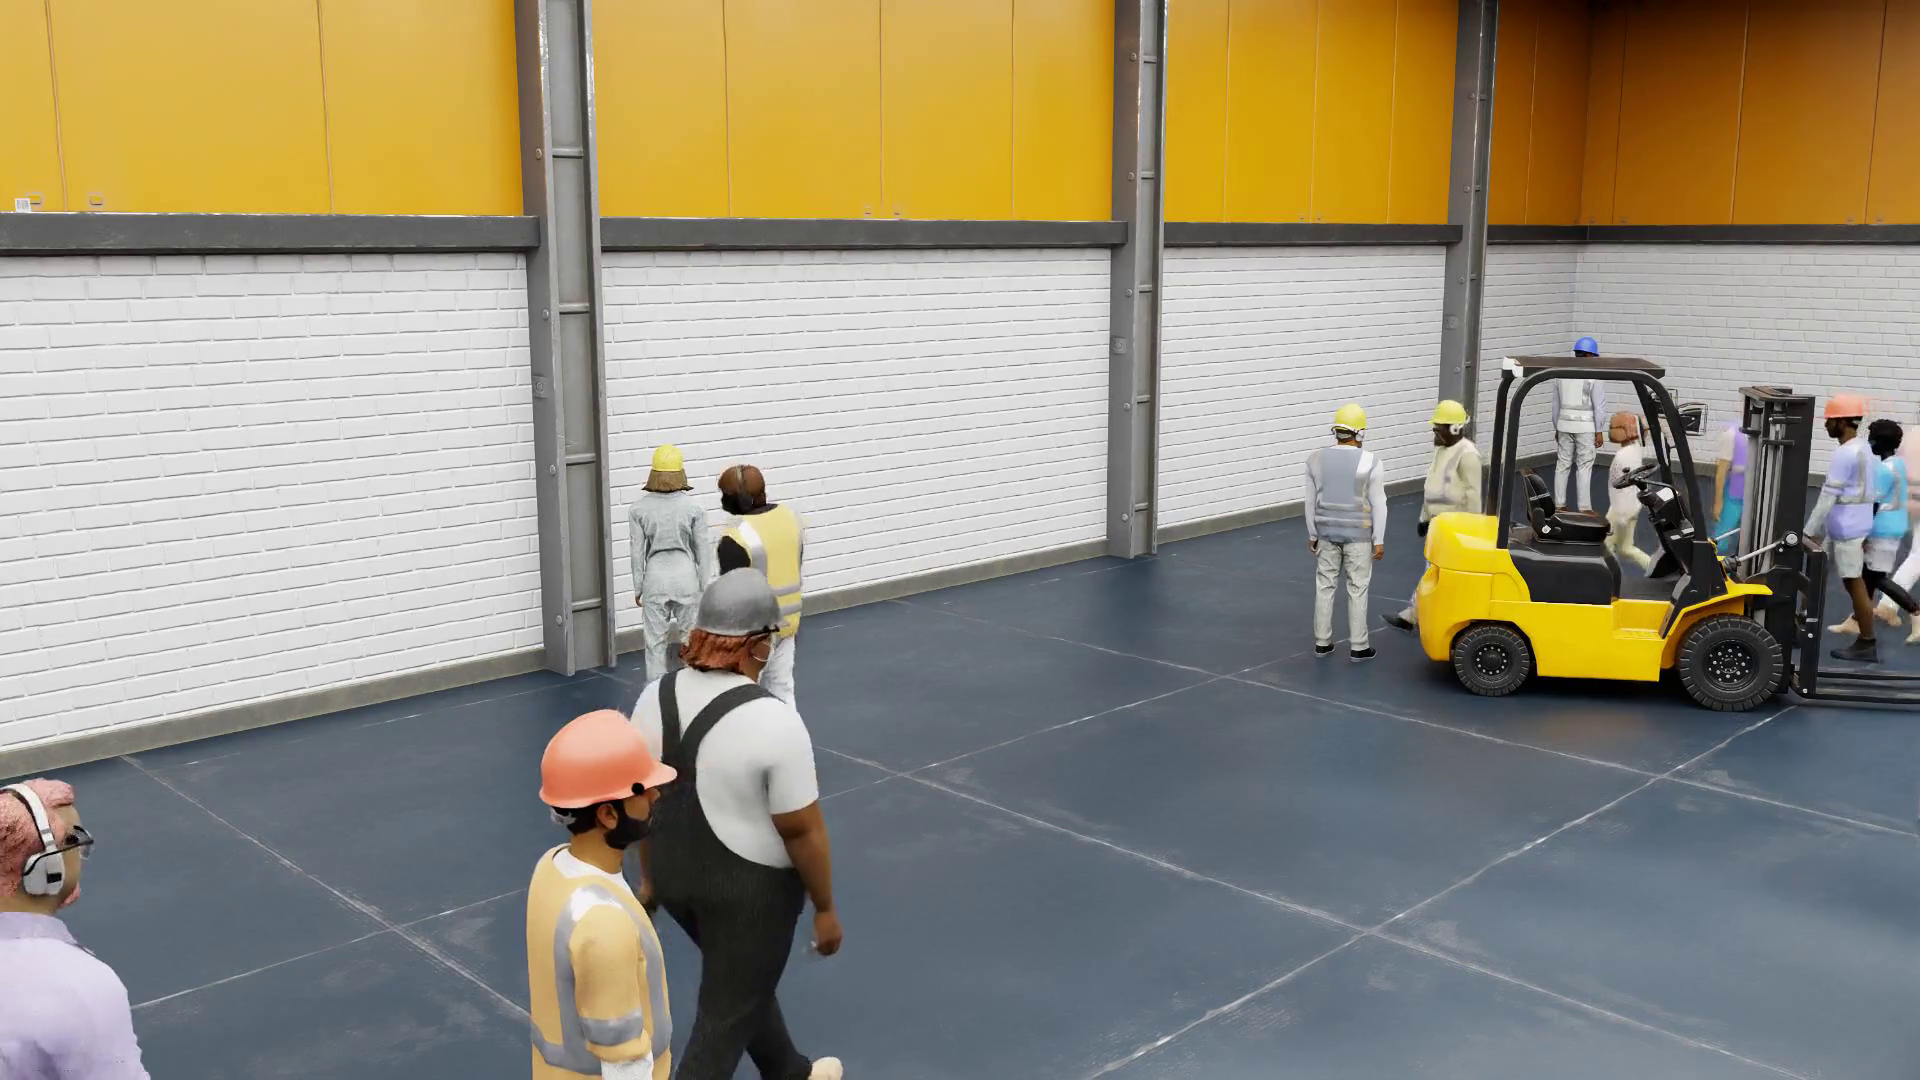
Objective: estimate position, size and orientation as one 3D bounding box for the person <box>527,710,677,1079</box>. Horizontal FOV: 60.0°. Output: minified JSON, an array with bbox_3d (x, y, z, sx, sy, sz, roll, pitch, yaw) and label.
[{"bbox_3d":[-0.810,1.343,3.893,0.353,1.942,0.545,-6,12,-28],"label":"person"}]

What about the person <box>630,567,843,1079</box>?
[{"bbox_3d":[-0.699,1.039,5.279,0.705,2.000,1.019,8,13,39],"label":"person"}]

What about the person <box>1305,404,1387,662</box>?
[{"bbox_3d":[2.737,-0.050,11.782,0.590,1.833,0.404,7,12,33],"label":"person"}]

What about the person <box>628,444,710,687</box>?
[{"bbox_3d":[-1.775,0.281,10.226,0.487,1.744,0.295,-1,10,-7],"label":"person"}]

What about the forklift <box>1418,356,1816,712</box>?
[{"bbox_3d":[4.276,-0.101,11.076,2.313,2.155,1.214,2,11,13],"label":"forklift"}]

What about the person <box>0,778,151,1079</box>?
[{"bbox_3d":[-1.935,1.424,3.674,0.684,1.854,0.969,5,12,28],"label":"person"}]

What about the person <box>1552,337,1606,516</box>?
[{"bbox_3d":[6.566,-1.177,17.646,0.402,1.938,0.603,-7,13,-35],"label":"person"}]

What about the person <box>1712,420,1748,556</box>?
[{"bbox_3d":[6.296,-0.338,13.449,0.610,1.812,0.700,-2,11,-10],"label":"person"}]

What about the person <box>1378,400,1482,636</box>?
[{"bbox_3d":[3.633,-0.163,12.539,0.924,1.779,0.628,-1,10,-4],"label":"person"}]

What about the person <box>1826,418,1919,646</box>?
[{"bbox_3d":[6.865,-0.057,12.263,0.675,1.677,0.537,7,13,35],"label":"person"}]

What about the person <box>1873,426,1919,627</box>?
[{"bbox_3d":[7.461,-0.224,12.861,0.959,1.794,0.641,-3,11,-18],"label":"person"}]

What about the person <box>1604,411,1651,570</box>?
[{"bbox_3d":[5.399,-0.233,13.373,0.659,1.606,0.495,8,13,38],"label":"person"}]

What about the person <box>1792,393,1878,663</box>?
[{"bbox_3d":[6.172,-0.094,11.869,0.920,1.893,0.548,7,13,35],"label":"person"}]

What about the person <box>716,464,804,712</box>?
[{"bbox_3d":[-1.082,0.507,8.872,0.431,1.832,0.653,7,13,34],"label":"person"}]
